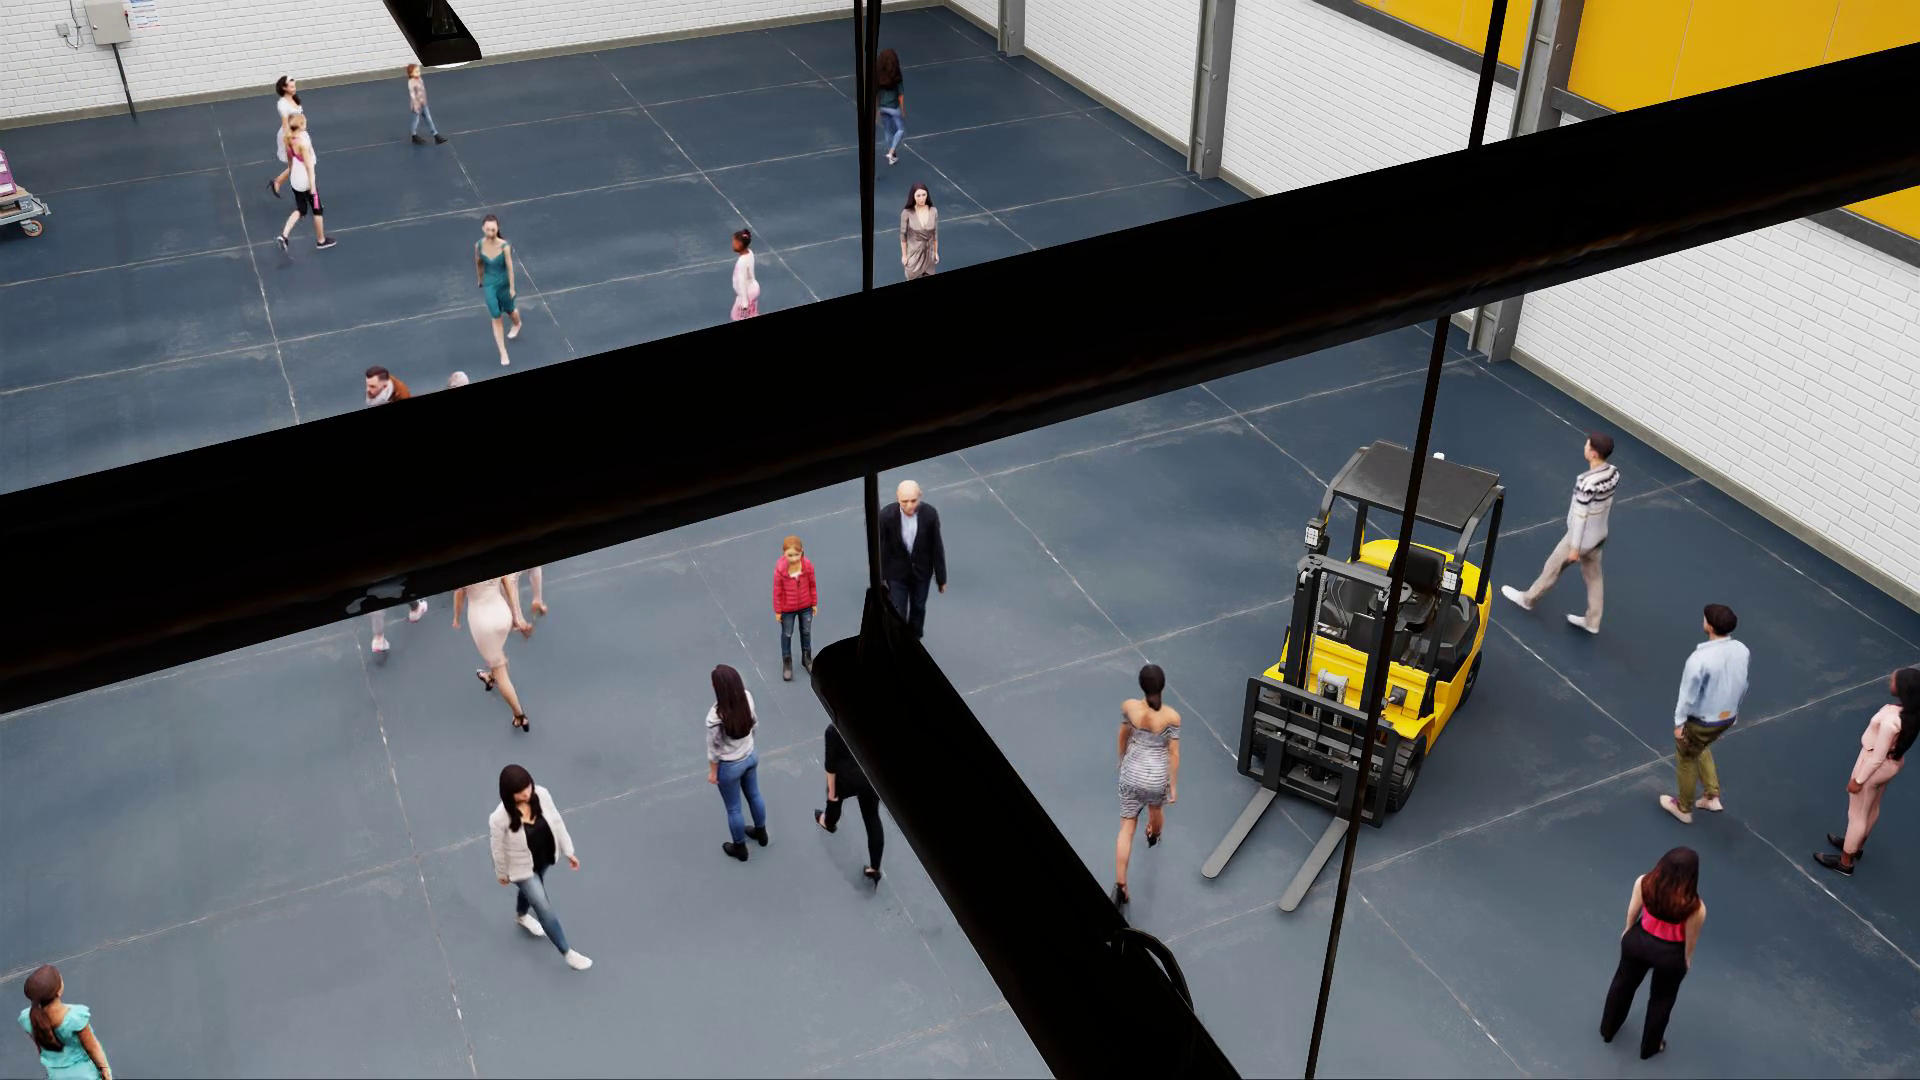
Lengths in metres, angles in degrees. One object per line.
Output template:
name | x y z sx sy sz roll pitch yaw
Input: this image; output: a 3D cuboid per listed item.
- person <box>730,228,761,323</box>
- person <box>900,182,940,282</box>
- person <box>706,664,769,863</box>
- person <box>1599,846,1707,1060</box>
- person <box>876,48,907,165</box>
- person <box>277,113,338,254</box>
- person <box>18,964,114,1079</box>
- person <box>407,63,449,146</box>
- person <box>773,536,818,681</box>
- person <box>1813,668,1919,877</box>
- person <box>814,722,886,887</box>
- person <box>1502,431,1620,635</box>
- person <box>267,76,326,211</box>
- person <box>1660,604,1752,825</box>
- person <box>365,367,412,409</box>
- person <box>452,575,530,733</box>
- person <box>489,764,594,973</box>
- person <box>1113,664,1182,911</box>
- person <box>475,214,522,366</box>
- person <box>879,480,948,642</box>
person | -2.263 -2.720 18.230 0.716 1.442 0.631 4 34 6
person | -0.451 -3.193 18.667 0.599 1.746 0.522 -12 35 -17
person | -1.556 1.553 11.633 0.683 1.630 0.676 21 39 28
person | 4.255 2.509 10.167 0.586 1.659 0.718 27 42 34
person | -0.976 -5.940 22.924 0.752 1.610 0.812 12 35 17
person | -8.110 -4.320 20.349 1.069 1.762 1.024 18 38 25
person | -5.067 3.047 9.462 0.760 1.544 0.967 -1 34 -2
person | -7.760 -6.202 23.719 0.880 1.165 0.800 14 36 20
person | -1.334 0.527 13.459 0.528 1.318 0.514 -11 35 -16
person | 6.344 1.585 11.500 0.678 1.723 0.639 -27 42 -34
person | -0.685 1.699 11.426 0.693 1.615 1.079 -19 38 -26
person | 5.261 0.002 13.793 0.884 1.820 1.161 -25 41 -32
person | -8.676 -5.101 21.500 0.974 1.788 1.029 4 34 5
person | 5.381 1.313 11.858 0.699 1.780 0.746 -13 36 -18
person | -4.987 -0.770 14.957 1.020 1.818 0.986 26 42 33
person | -3.551 0.719 12.749 0.813 1.782 1.135 -27 42 -35
person | -2.866 2.062 10.904 1.146 1.589 0.952 21 39 28
person | 1.221 1.717 11.260 1.089 1.769 1.160 14 36 20
person | -5.022 -2.778 18.143 0.837 1.636 1.108 2 34 3
person | -0.427 0.209 13.517 0.798 1.781 0.777 -8 35 -12
